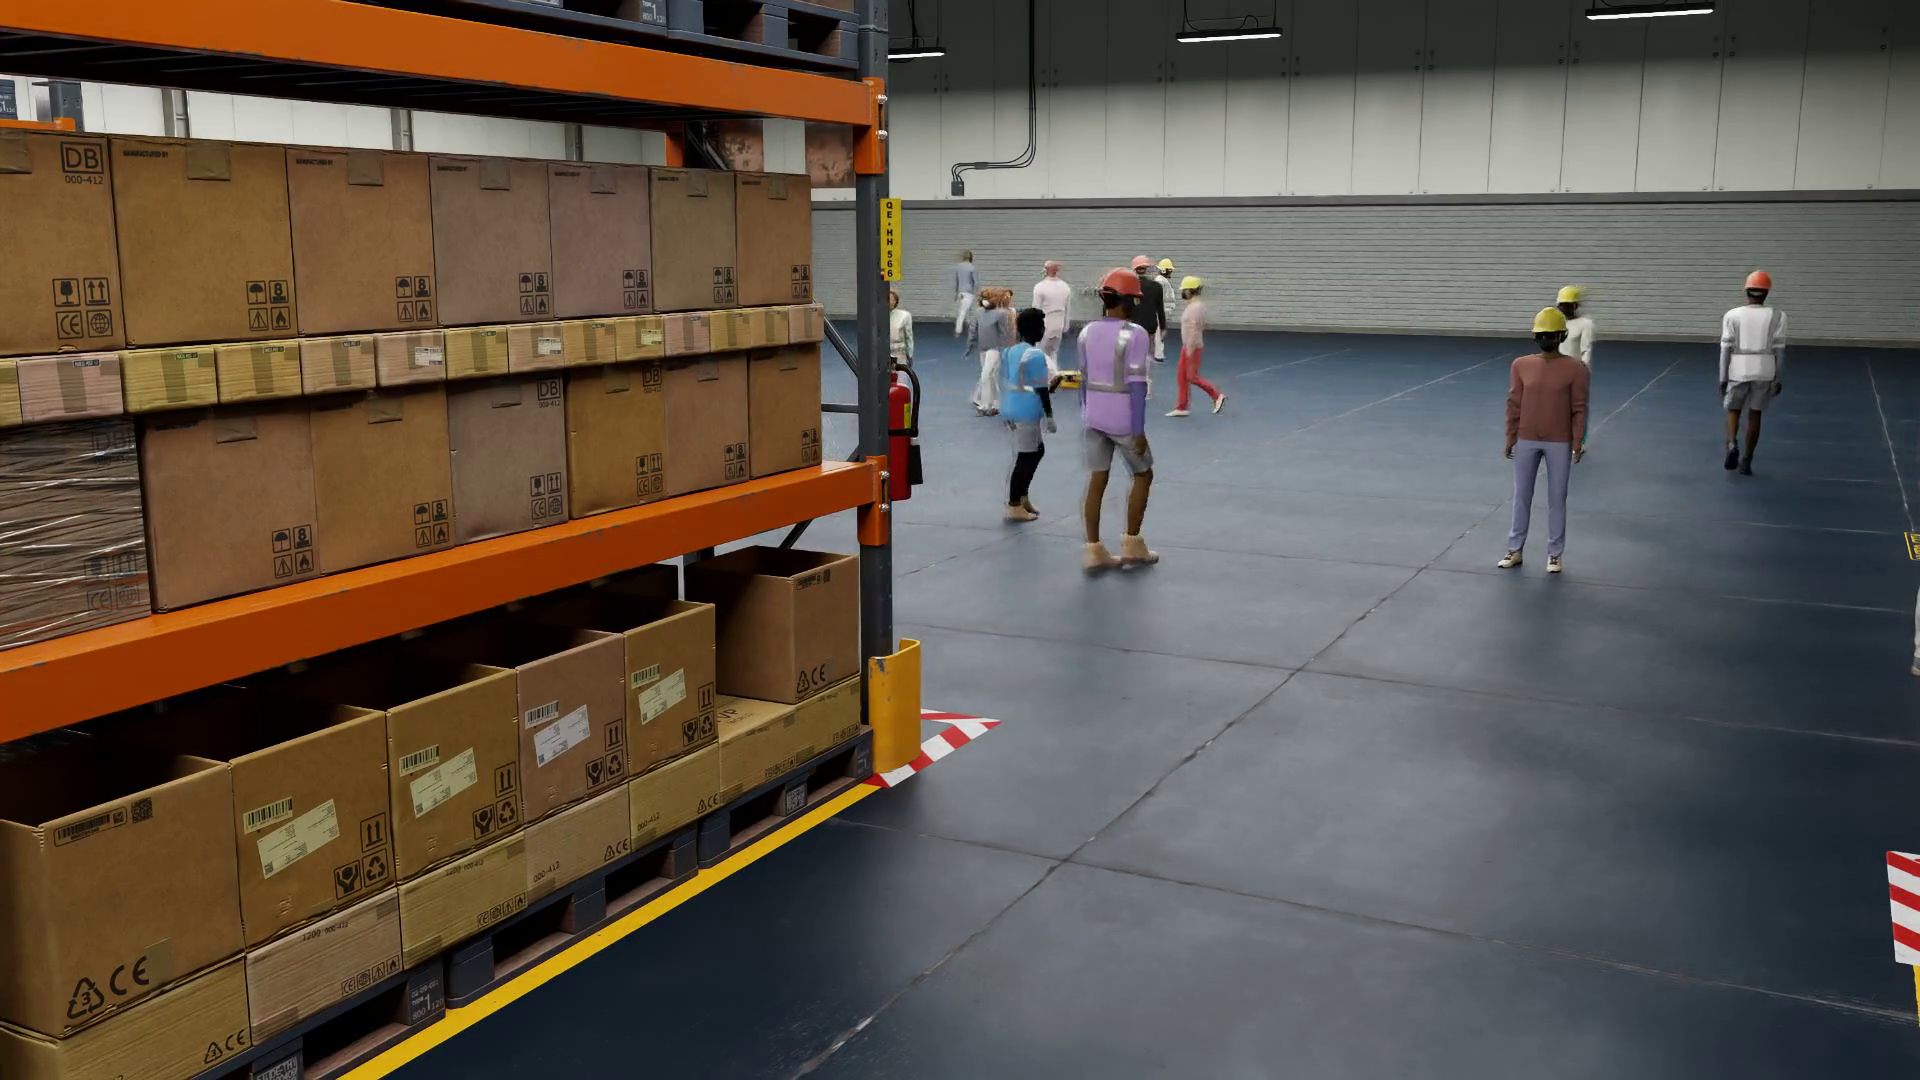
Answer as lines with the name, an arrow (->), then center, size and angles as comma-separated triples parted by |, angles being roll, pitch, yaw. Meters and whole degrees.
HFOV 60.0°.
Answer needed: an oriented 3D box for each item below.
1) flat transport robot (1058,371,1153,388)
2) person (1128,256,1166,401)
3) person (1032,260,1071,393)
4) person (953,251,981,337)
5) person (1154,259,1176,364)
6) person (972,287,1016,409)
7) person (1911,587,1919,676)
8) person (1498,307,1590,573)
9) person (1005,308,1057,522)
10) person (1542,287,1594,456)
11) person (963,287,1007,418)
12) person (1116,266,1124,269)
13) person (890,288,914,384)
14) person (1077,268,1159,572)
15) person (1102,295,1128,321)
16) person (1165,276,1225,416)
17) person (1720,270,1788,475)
flat transport robot -> 2.086, -2.411, 24.721 | 1.431, 0.197, 0.652 | -5, 11, -24
person -> 2.435, -2.894, 22.762 | 0.644, 1.941, 1.027 | -2, 11, -11
person -> 1.288, -2.997, 23.498 | 0.660, 1.886, 0.547 | -8, 13, -36
person -> 0.215, -5.431, 36.758 | 1.015, 1.885, 0.632 | -10, 14, -42
person -> 3.580, -4.015, 29.214 | 0.404, 1.828, 0.603 | 1, 10, 5
person -> 0.516, -2.456, 21.358 | 0.837, 1.594, 0.522 | 8, 13, 36
person -> 5.111, -0.262, 8.305 | 0.622, 1.990, 0.402 | -2, 11, -13
person -> 3.902, -0.663, 11.107 | 0.526, 1.769, 0.329 | 7, 12, 33
person -> 0.562, -0.973, 13.045 | 0.484, 1.683, 0.540 | -3, 11, -17
person -> 6.136, -1.692, 16.852 | 0.541, 1.721, 0.923 | 9, 14, 41
person -> 0.289, -2.298, 20.455 | 0.726, 1.606, 0.513 | -10, 14, -42
person -> 3.191, -4.807, 34.139 | 0.677, 1.614, 0.508 | 0, 10, -3
person -> -0.813, -2.166, 19.700 | 0.526, 1.629, 0.458 | 0, 10, -1
person -> 1.104, -0.800, 11.150 | 0.719, 2.020, 0.646 | -9, 14, -41
person -> 2.707, -3.745, 28.163 | 0.550, 1.663, 0.749 | 5, 11, 24
person -> 2.909, -2.380, 20.518 | 0.635, 1.746, 0.529 | -1, 10, -8
person -> 7.381, -1.549, 15.514 | 0.552, 1.922, 0.474 | 5, 12, 26
